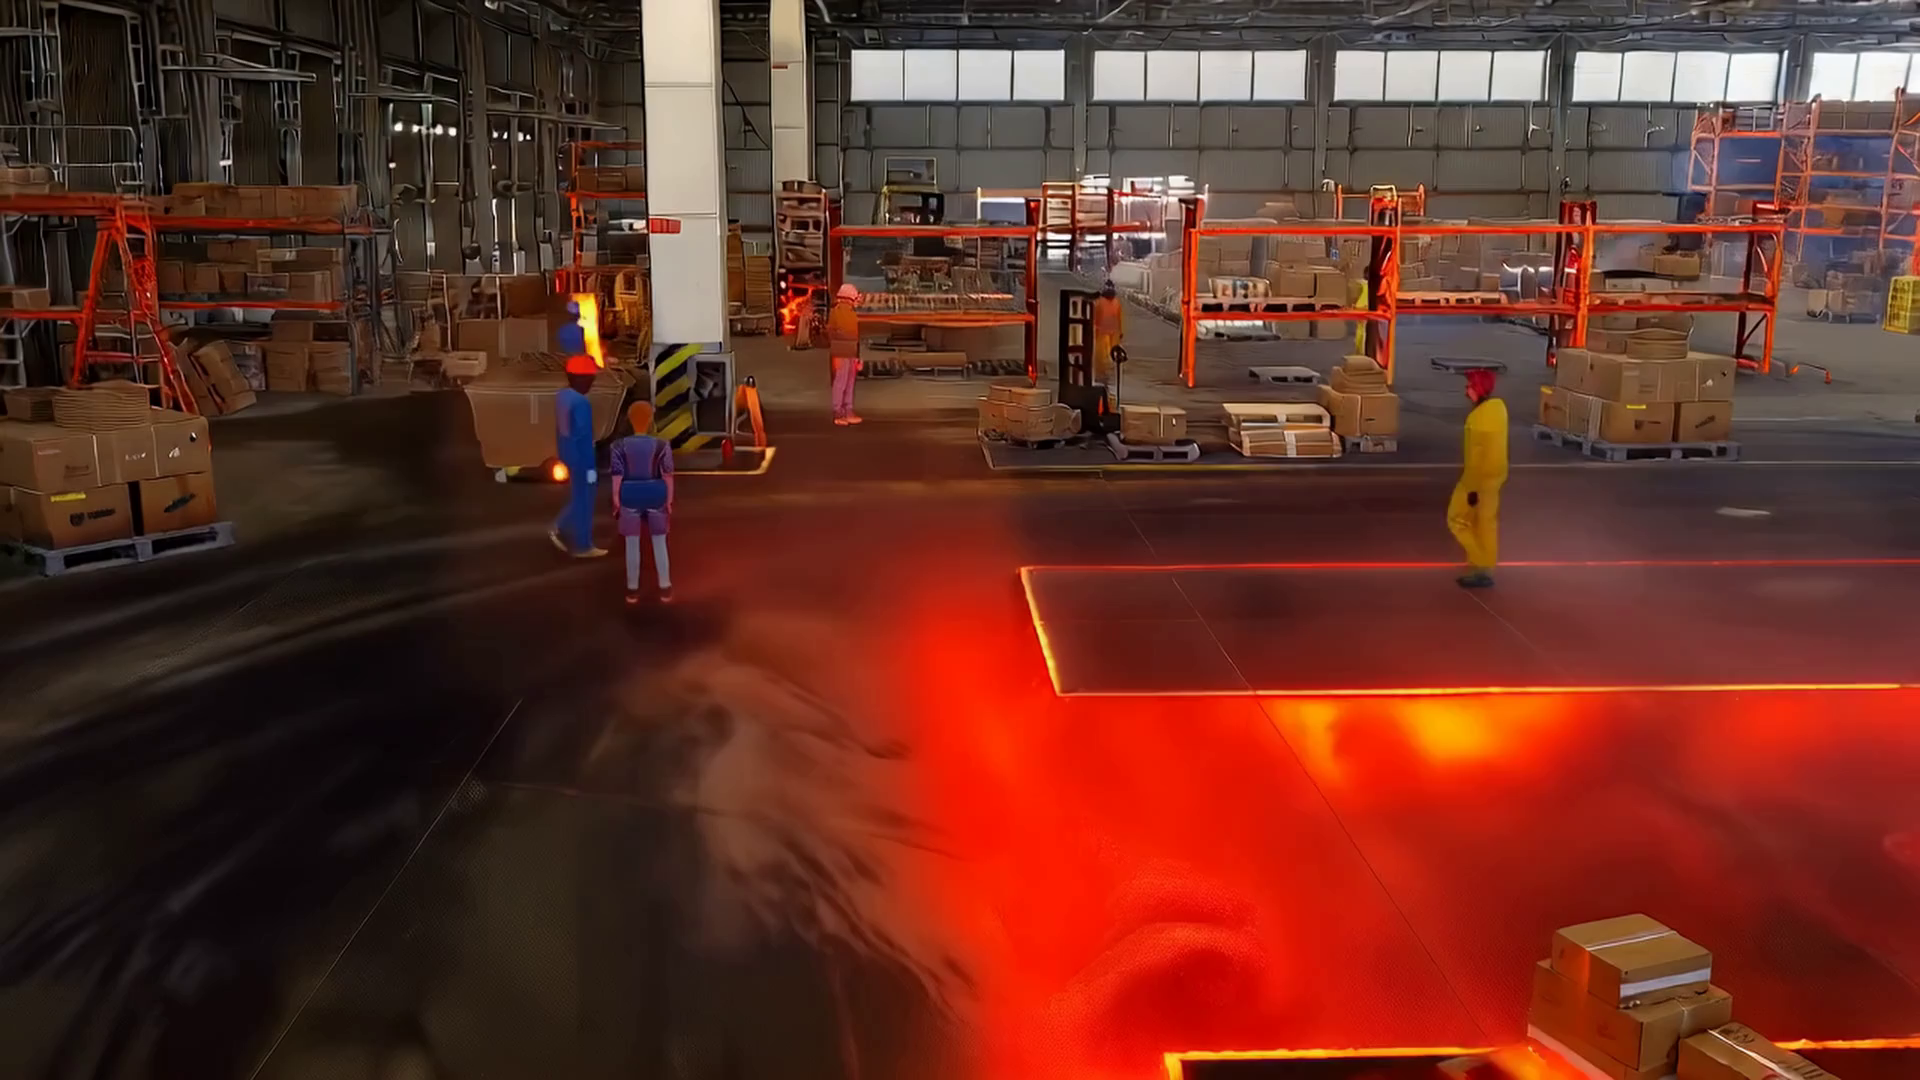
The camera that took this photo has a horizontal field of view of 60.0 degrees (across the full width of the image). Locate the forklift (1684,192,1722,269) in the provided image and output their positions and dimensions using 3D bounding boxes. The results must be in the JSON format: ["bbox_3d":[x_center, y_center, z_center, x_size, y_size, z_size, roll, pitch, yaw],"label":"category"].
[{"bbox_3d":[26.560,-11.194,60.260,1.873,2.768,1.129,0,12,-2],"label":"forklift"}]

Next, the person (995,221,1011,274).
[{"bbox_3d":[1.517,-10.281,58.284,0.361,1.939,0.635,-12,17,-43],"label":"person"}]

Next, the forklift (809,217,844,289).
[{"bbox_3d":[-4.375,-8.619,48.637,1.873,2.768,1.129,0,12,-2],"label":"forklift"}]

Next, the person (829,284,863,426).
[{"bbox_3d":[-1.603,-2.622,23.574,0.378,1.996,0.611,7,14,29],"label":"person"}]

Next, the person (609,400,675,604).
[{"bbox_3d":[-2.630,-0.311,13.819,0.537,1.696,0.321,-1,13,-5],"label":"person"}]

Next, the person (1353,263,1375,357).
[{"bbox_3d":[7.737,-4.385,31.901,0.388,1.830,0.527,12,17,42],"label":"person"}]

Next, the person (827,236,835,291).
[{"bbox_3d":[-3.494,-7.197,44.424,0.763,1.913,0.639,6,14,27],"label":"person"}]

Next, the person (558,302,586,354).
[{"bbox_3d":[-5.402,-2.492,23.532,0.553,1.739,0.685,8,15,31],"label":"person"}]

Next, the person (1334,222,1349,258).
[{"bbox_3d":[12.622,-9.563,55.090,0.391,1.919,0.590,-7,14,-30],"label":"person"}]

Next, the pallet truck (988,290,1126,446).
[{"bbox_3d":[1.257,-2.299,22.111,1.885,1.965,0.823,-9,15,-35],"label":"pallet truck"}]

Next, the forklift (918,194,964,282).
[{"bbox_3d":[-0.879,-9.847,54.179,1.873,2.768,1.129,-9,15,-36],"label":"forklift"}]

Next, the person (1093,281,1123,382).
[{"bbox_3d":[2.550,-3.622,28.759,0.497,1.701,0.878,-1,13,-6],"label":"person"}]

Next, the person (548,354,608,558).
[{"bbox_3d":[-3.528,-0.762,15.353,0.448,1.914,0.615,-9,15,-36],"label":"person"}]

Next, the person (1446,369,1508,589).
[{"bbox_3d":[4.441,-0.516,14.235,0.446,1.918,0.681,10,16,39],"label":"person"}]

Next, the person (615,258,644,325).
[{"bbox_3d":[-6.661,-4.768,33.627,0.623,1.855,0.631,-11,16,-40],"label":"person"}]

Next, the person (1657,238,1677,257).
[{"bbox_3d":[17.639,-6.615,41.795,0.574,1.904,0.888,-2,13,-9],"label":"person"}]
